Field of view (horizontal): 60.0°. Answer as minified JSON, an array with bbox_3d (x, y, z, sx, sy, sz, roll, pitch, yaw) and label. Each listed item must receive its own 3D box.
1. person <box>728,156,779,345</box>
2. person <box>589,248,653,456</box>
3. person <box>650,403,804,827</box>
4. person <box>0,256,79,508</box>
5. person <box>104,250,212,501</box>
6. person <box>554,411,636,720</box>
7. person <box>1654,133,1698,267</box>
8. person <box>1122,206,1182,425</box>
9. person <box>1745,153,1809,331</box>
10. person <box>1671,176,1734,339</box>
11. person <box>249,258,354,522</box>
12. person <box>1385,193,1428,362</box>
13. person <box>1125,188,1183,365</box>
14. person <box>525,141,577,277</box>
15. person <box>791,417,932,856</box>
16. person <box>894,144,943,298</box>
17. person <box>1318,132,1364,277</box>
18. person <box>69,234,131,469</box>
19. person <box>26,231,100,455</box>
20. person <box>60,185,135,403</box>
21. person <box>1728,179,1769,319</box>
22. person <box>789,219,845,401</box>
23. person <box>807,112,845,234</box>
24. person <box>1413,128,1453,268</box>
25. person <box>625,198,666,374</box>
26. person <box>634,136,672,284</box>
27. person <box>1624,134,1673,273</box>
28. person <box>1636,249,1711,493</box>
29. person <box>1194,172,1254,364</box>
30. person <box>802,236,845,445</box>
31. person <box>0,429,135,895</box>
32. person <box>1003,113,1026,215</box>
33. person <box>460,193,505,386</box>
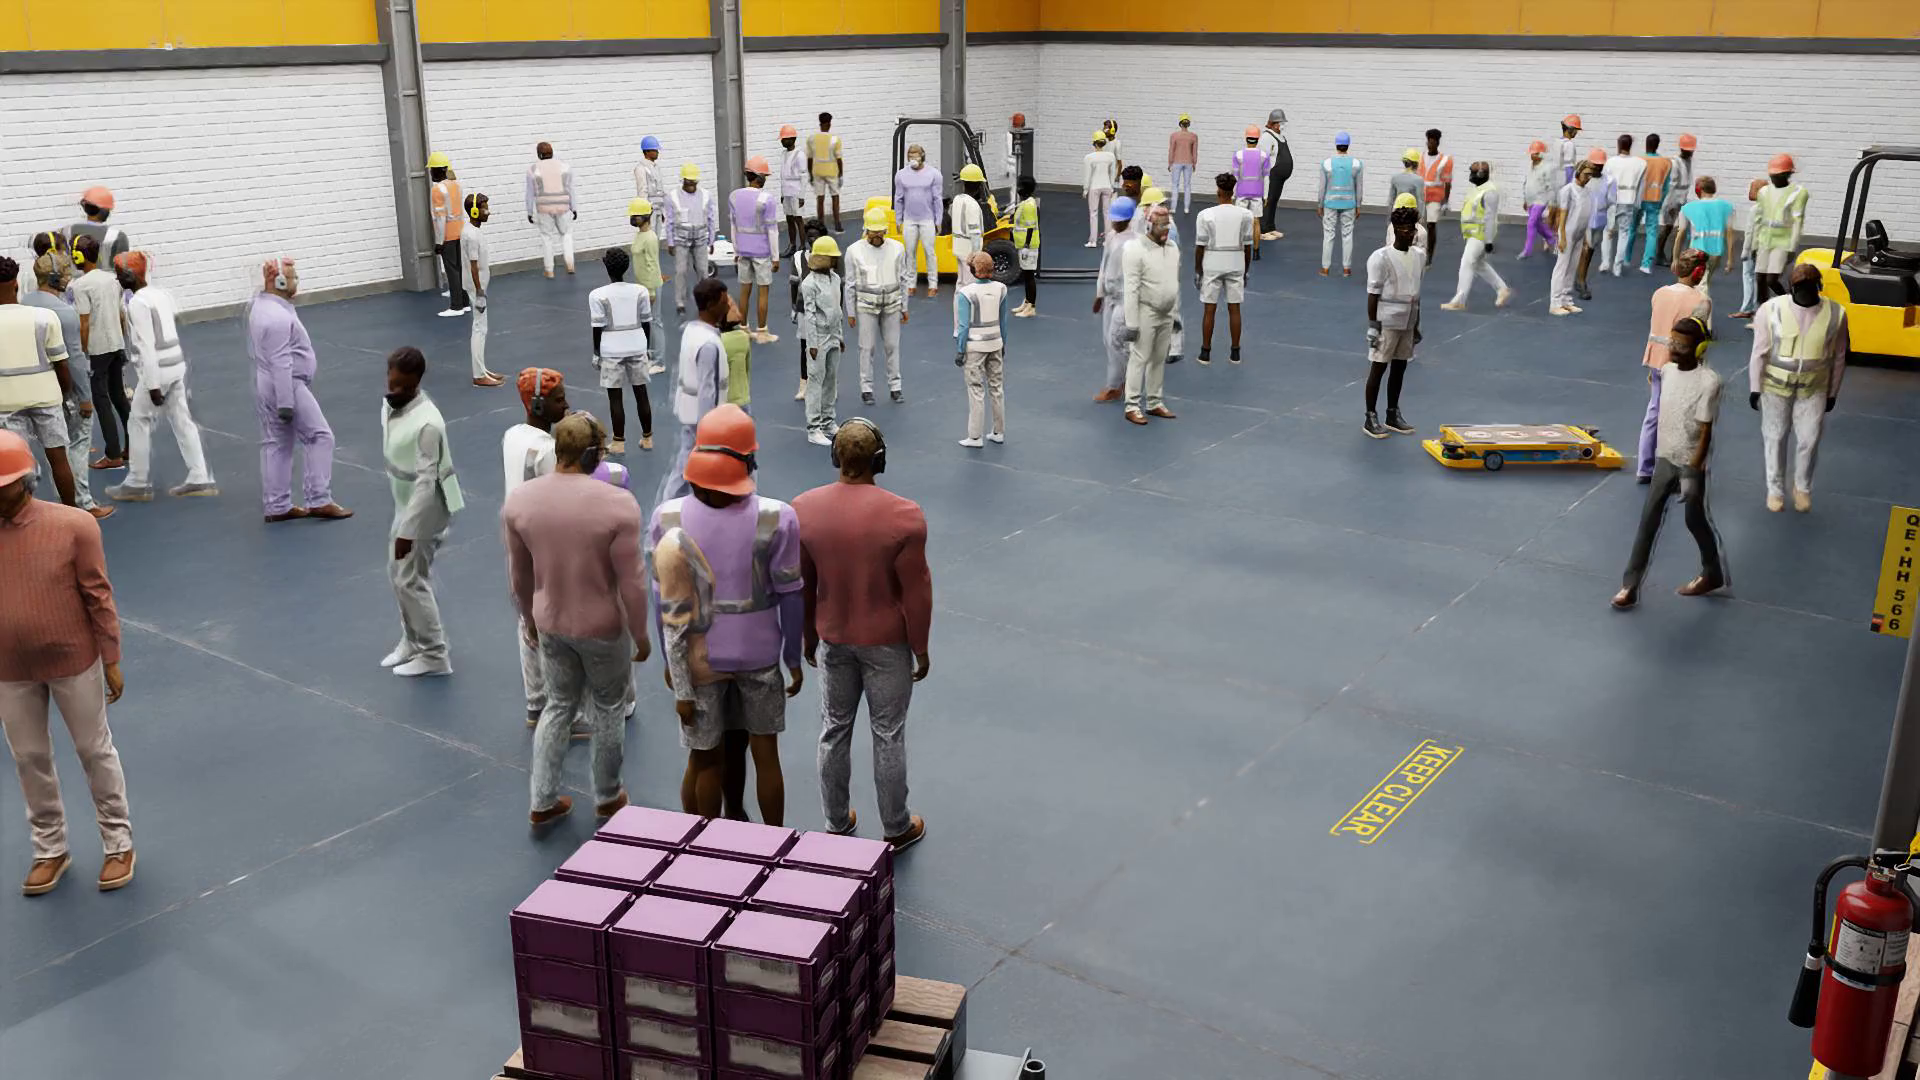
[{"bbox_3d":[-2.209,-3.142,18.109,0.612,2.030,0.403,10,20,29],"label":"person"},{"bbox_3d":[-2.763,-1.535,13.611,0.539,1.695,0.319,-12,21,-32],"label":"person"},{"bbox_3d":[-0.939,0.446,6.859,0.609,2.043,0.397,1,18,2],"label":"person"},{"bbox_3d":[-6.391,-0.955,11.376,0.603,1.959,0.377,-10,20,-29],"label":"person"},{"bbox_3d":[-6.067,-1.212,12.339,0.843,1.850,0.601,-1,18,-3],"label":"person"},{"bbox_3d":[-1.881,0.156,8.415,0.510,1.642,0.308,-8,19,-23],"label":"person"},{"bbox_3d":[10.099,-4.774,23.436,0.581,1.883,0.597,-10,20,-28],"label":"person"},{"bbox_3d":[1.712,-1.985,14.687,0.650,1.905,0.402,-15,23,-40],"label":"person"},{"bbox_3d":[9.203,-3.335,18.739,0.598,2.011,0.620,-9,20,-25],"label":"person"},{"bbox_3d":[8.312,-3.158,18.602,0.573,1.761,1.050,0,18,1],"label":"person"},{"bbox_3d":[-4.697,-1.063,11.837,0.689,1.884,0.641,-12,22,-34],"label":"person"},{"bbox_3d":[4.563,-2.709,17.210,0.314,1.743,0.493,-14,23,-38],"label":"person"},{"bbox_3d":[2.014,-2.708,17.145,0.627,1.796,0.646,-5,18,-16],"label":"person"},{"bbox_3d":[-5.555,-4.484,22.616,0.679,1.831,0.445,-8,19,-23],"label":"person"},{"bbox_3d":[-0.415,0.424,7.097,0.631,1.940,0.372,5,18,15],"label":"person"},{"bbox_3d":[-0.528,-4.039,21.085,0.635,1.927,0.377,4,18,13],"label":"person"},{"bbox_3d":[5.182,-4.571,22.702,0.605,1.949,0.383,3,18,8],"label":"person"},{"bbox_3d":[-6.820,-1.489,13.219,0.329,1.856,0.531,3,18,8],"label":"person"},{"bbox_3d":[-7.307,-1.573,13.490,0.528,1.846,0.404,16,24,41],"label":"person"},{"bbox_3d":[-7.917,-2.212,15.245,0.660,2.016,0.726,-1,18,-4],"label":"person"},{"bbox_3d":[9.397,-3.436,19.677,0.504,1.627,0.276,-16,24,-41],"label":"person"},{"bbox_3d":[-1.327,-2.129,15.472,0.533,1.697,0.319,2,18,8],"label":"person"},{"bbox_3d":[-2.186,-5.942,26.983,0.635,1.961,0.395,4,18,11],"label":"person"},{"bbox_3d":[6.597,-4.811,23.442,0.633,1.948,0.420,13,22,36],"label":"person"},{"bbox_3d":[-3.146,-2.539,16.657,0.333,1.761,0.527,-8,19,-23],"label":"person"},{"bbox_3d":[-4.091,-4.370,22.076,0.387,1.948,0.602,3,18,9],"label":"person"},{"bbox_3d":[9.610,-4.740,23.362,0.602,1.861,1.002,2,18,6],"label":"person"},{"bbox_3d":[5.381,-1.271,12.567,0.394,1.836,0.560,-5,18,-14],"label":"person"},{"bbox_3d":[2.705,-2.785,17.110,0.606,1.956,0.389,-1,18,-3],"label":"person"},{"bbox_3d":[-1.121,-1.680,13.997,0.304,1.742,0.487,9,20,26],"label":"person"},{"bbox_3d":[-3.746,0.503,6.781,0.624,1.984,0.413,-4,18,-12],"label":"person"},{"bbox_3d":[0.970,-6.257,28.102,0.595,1.867,0.582,11,21,32],"label":"person"},{"bbox_3d":[-4.653,-2.419,16.122,0.324,1.861,0.510,-6,19,-17],"label":"person"}]
